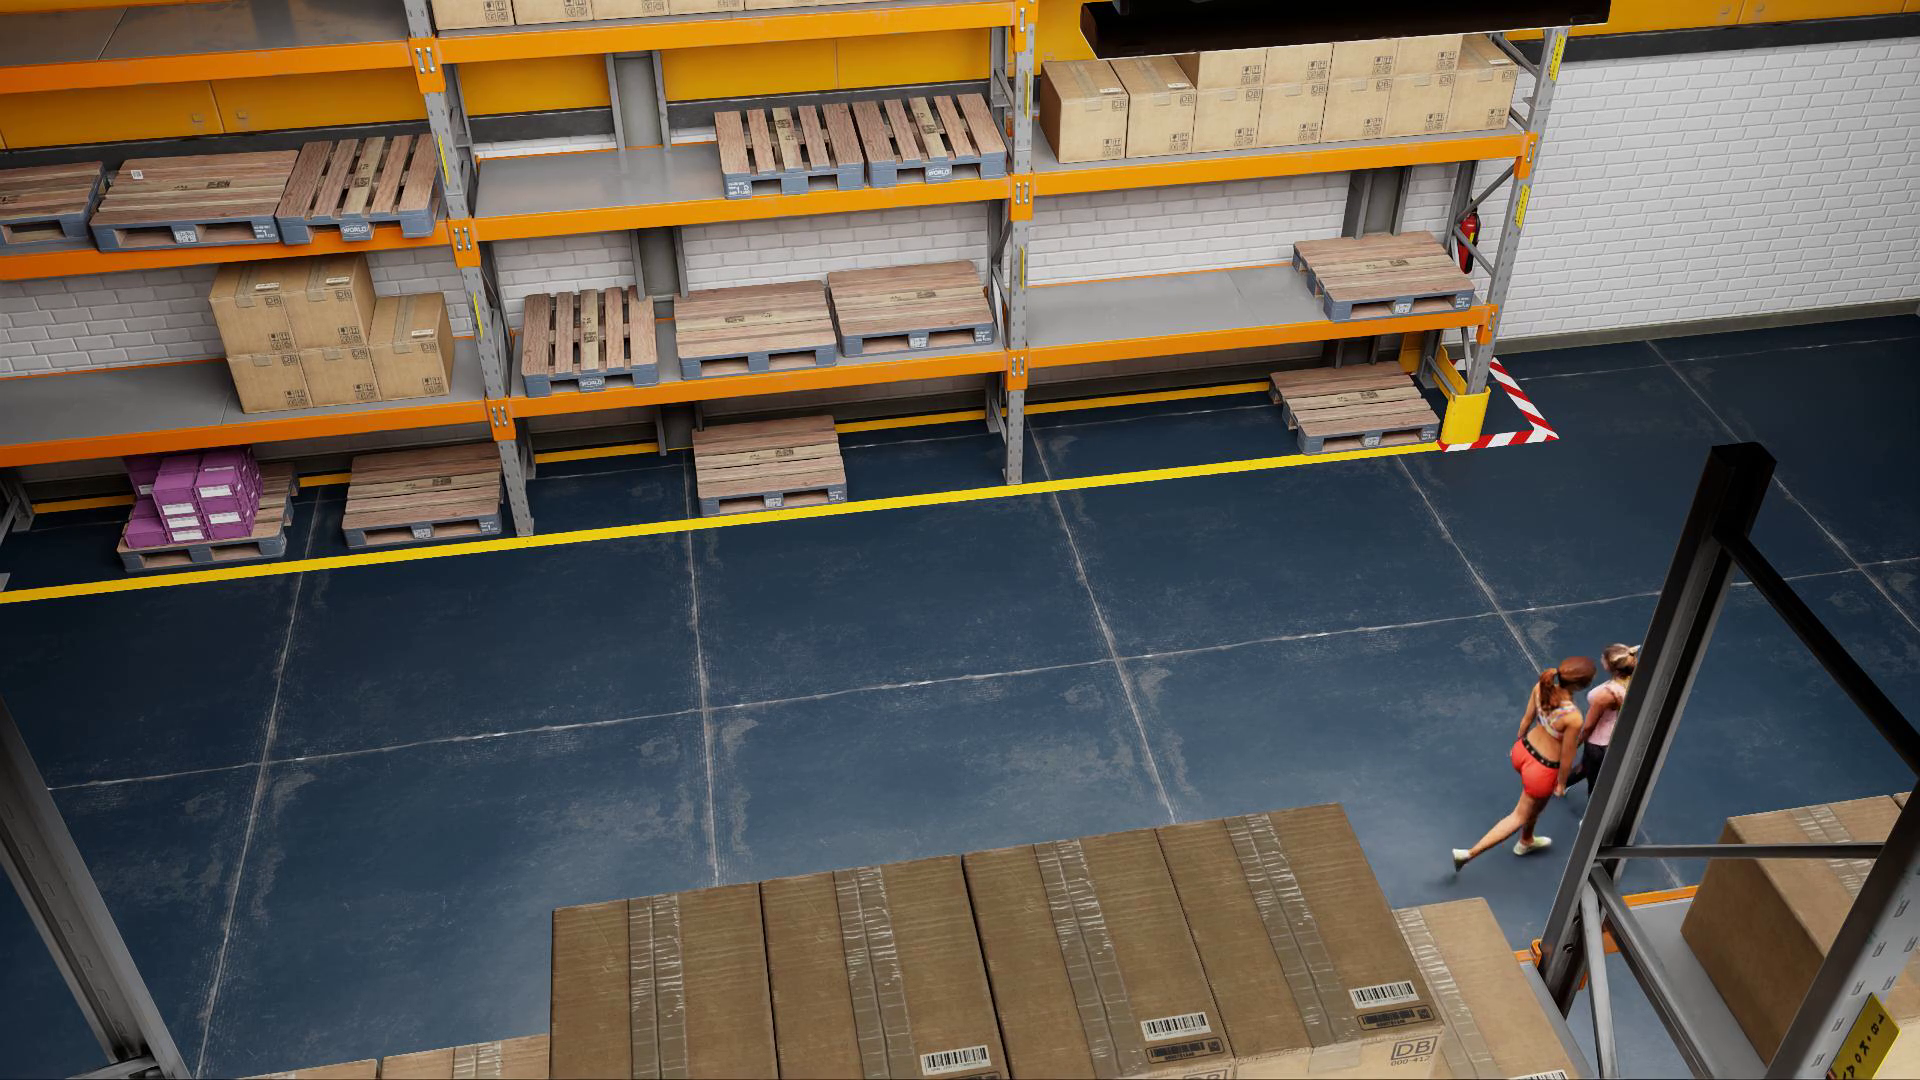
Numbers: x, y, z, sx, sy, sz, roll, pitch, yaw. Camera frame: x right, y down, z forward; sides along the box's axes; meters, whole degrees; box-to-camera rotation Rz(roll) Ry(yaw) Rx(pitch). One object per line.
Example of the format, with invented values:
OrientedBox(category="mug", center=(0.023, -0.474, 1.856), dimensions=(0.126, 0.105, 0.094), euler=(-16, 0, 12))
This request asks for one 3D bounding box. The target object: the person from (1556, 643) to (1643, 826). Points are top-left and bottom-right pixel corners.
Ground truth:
OrientedBox(category="person", center=(4.075, 1.309, 10.335), dimensions=(0.983, 1.633, 0.900), euler=(-17, 42, -21))

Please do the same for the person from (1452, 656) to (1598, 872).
OrientedBox(category="person", center=(3.438, 1.411, 10.105), dimensions=(1.099, 1.760, 0.721), euler=(-14, 41, -17))
